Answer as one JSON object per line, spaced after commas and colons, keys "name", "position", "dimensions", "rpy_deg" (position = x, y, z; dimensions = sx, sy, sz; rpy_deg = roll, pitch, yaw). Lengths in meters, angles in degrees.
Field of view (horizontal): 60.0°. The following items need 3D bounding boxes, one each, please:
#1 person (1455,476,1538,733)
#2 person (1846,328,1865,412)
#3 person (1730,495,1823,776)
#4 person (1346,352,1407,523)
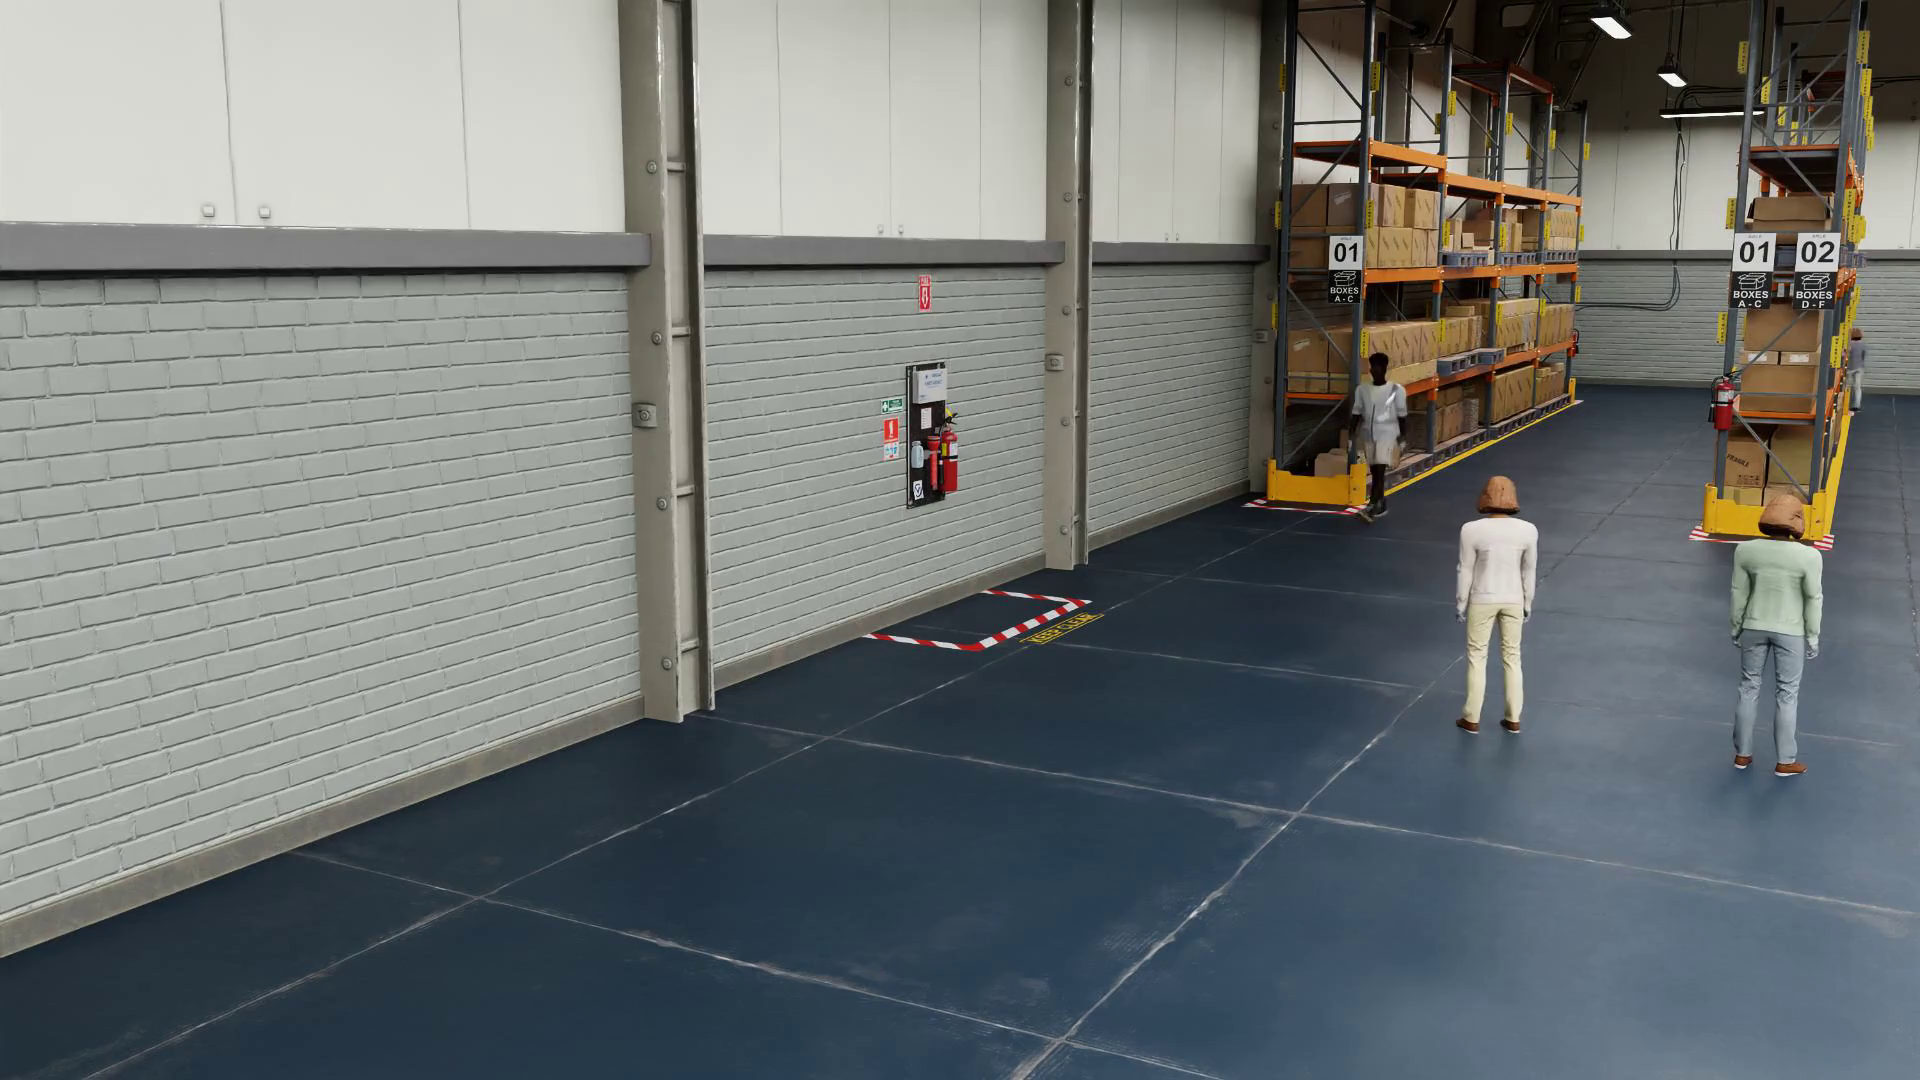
{"name": "person", "position": [3.368, 0.409, 10.472], "dimensions": [0.500, 1.623, 0.300], "rpy_deg": [0, 10, -2]}
{"name": "person", "position": [17.216, -3.298, 32.196], "dimensions": [0.538, 1.607, 0.662], "rpy_deg": [-3, 10, -17]}
{"name": "person", "position": [4.715, 0.546, 9.632], "dimensions": [0.498, 1.633, 0.285], "rpy_deg": [10, 14, 44]}
{"name": "person", "position": [4.704, -1.164, 18.829], "dimensions": [0.633, 1.906, 1.019], "rpy_deg": [8, 13, 40]}
